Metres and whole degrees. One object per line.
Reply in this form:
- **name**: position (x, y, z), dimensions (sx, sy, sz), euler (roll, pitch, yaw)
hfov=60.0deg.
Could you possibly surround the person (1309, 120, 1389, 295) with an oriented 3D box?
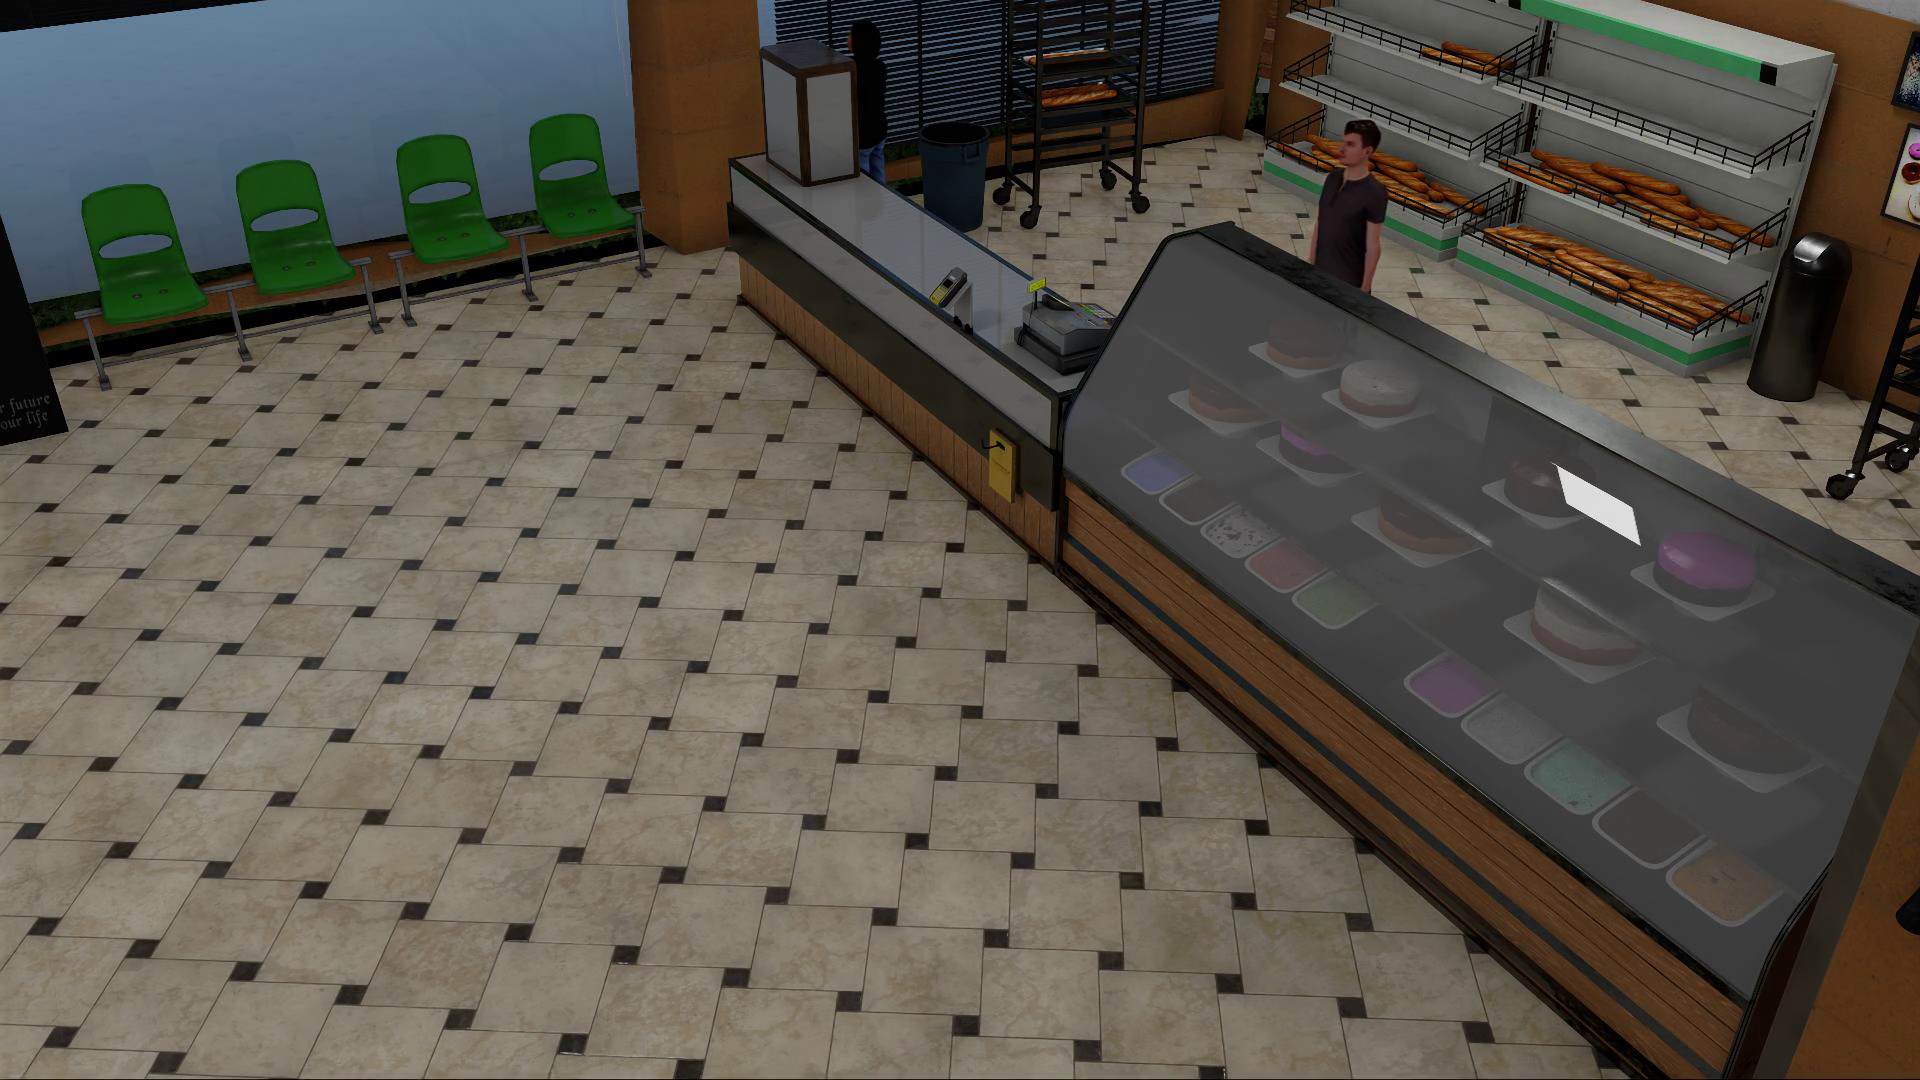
- **person**: position (2.146, -1.454, 9.328), dimensions (0.541, 1.853, 0.650), euler (-16, 35, -23)

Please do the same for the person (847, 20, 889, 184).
- **person**: position (-0.652, -2.757, 11.565), dimensions (0.712, 1.702, 0.620), euler (17, 36, 25)
